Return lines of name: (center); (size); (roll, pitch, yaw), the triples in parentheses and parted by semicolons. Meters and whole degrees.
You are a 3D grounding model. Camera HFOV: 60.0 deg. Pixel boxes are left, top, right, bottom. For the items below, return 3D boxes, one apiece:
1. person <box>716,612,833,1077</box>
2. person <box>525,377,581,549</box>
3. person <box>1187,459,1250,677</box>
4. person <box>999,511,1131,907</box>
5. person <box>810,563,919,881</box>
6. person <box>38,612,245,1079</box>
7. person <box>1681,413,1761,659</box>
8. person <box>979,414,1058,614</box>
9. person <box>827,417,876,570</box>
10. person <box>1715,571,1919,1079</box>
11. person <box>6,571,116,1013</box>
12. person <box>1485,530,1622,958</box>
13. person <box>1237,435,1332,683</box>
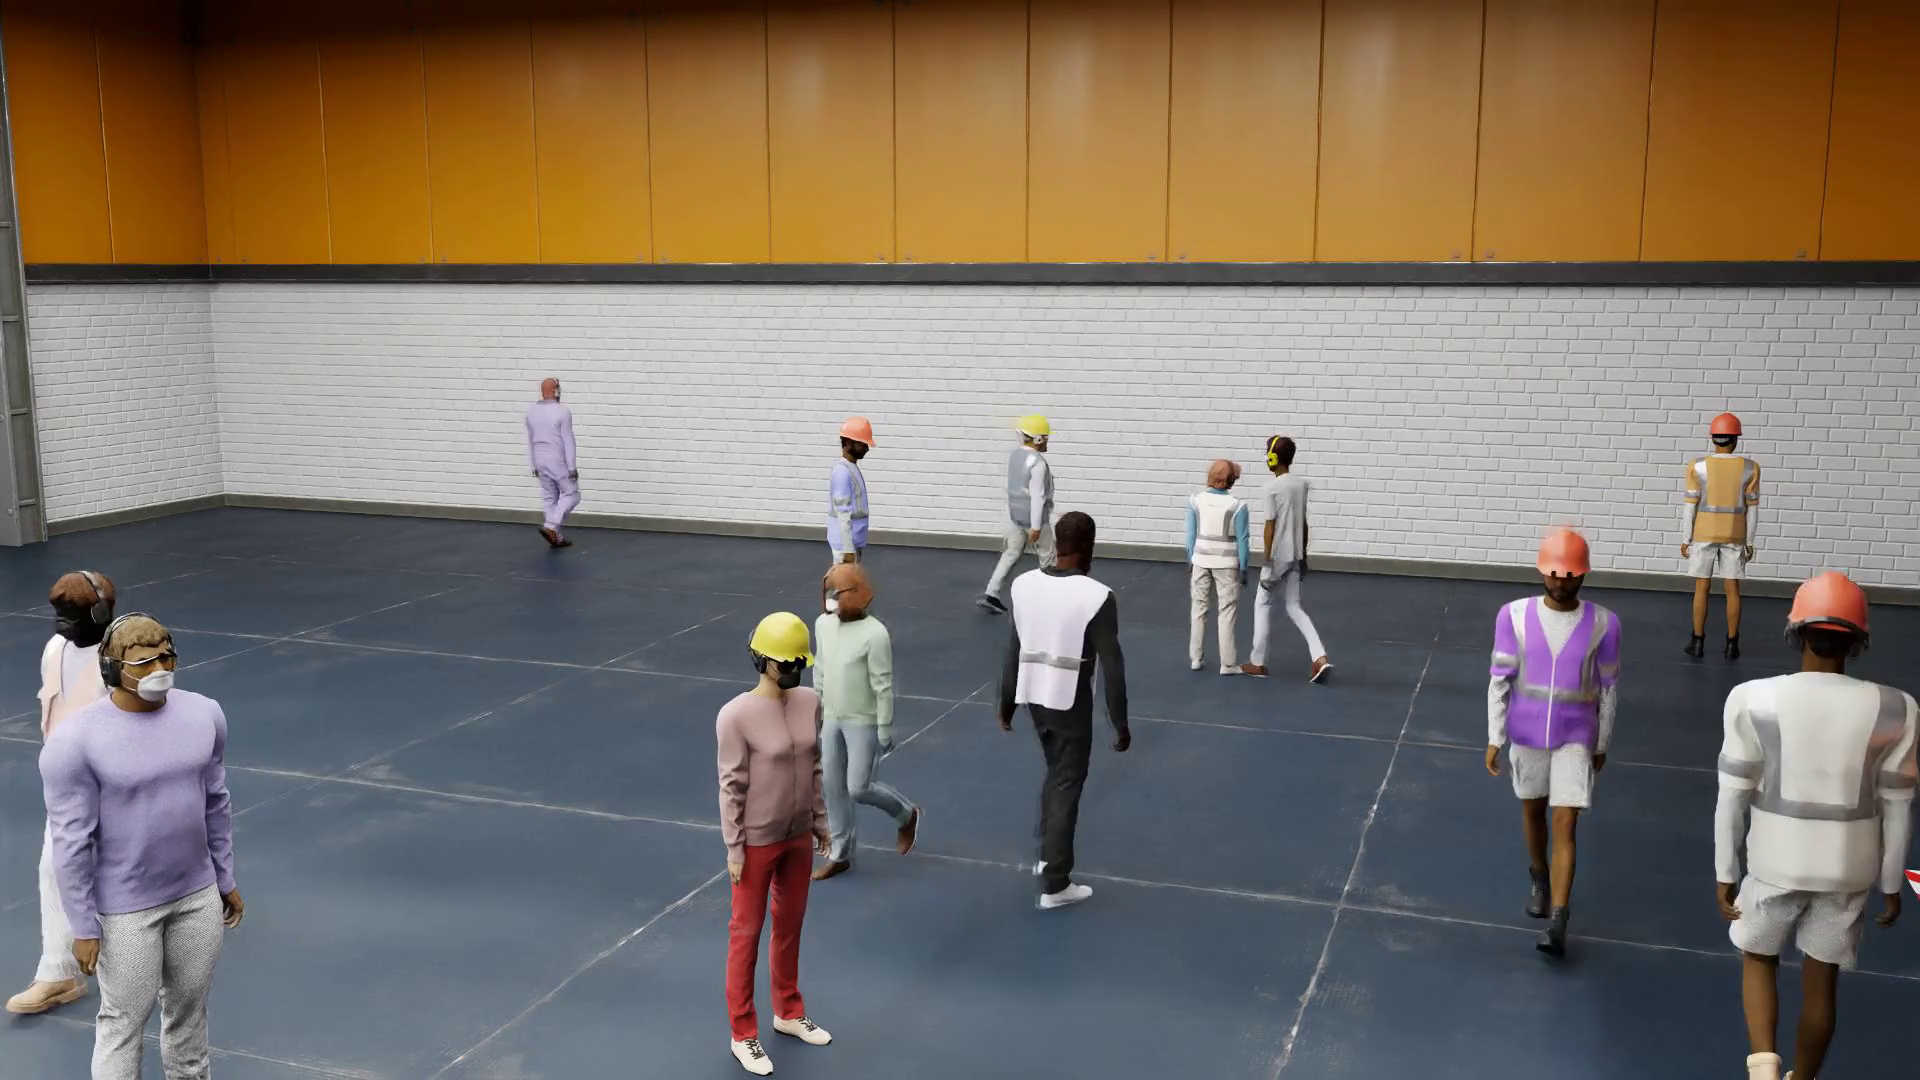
person: (-0.695, 1.138, 6.379); (0.325, 1.762, 0.524); (8, 12, 39)
person: (-4.435, -0.828, 18.137); (0.672, 1.892, 0.497); (6, 11, 31)
person: (1.942, 0.206, 12.562); (0.536, 1.632, 0.314); (7, 11, 36)
person: (0.489, 0.806, 8.050); (0.693, 1.884, 0.543); (8, 12, 41)
person: (-0.494, 0.898, 8.334); (0.512, 1.617, 0.519); (9, 13, 44)
person: (-2.658, 1.191, 5.499); (0.372, 1.940, 0.631); (5, 10, 28)
person: (5.970, -0.032, 13.099); (0.548, 1.934, 0.376); (3, 10, 18)
person: (0.584, -0.224, 14.737); (0.900, 1.800, 0.590); (-5, 10, -27)
person: (-0.830, 0.013, 12.841); (0.380, 1.927, 0.542); (0, 9, 2)
person: (2.904, 1.118, 5.680); (0.614, 2.026, 0.602); (4, 10, 21)
person: (-3.599, 1.039, 6.803); (0.661, 1.815, 0.781); (4, 10, 24)
person: (2.663, 0.889, 7.513); (0.550, 1.882, 0.999); (4, 10, 24)
person: (2.406, 0.143, 12.301); (0.548, 1.844, 0.809); (-8, 12, -39)
